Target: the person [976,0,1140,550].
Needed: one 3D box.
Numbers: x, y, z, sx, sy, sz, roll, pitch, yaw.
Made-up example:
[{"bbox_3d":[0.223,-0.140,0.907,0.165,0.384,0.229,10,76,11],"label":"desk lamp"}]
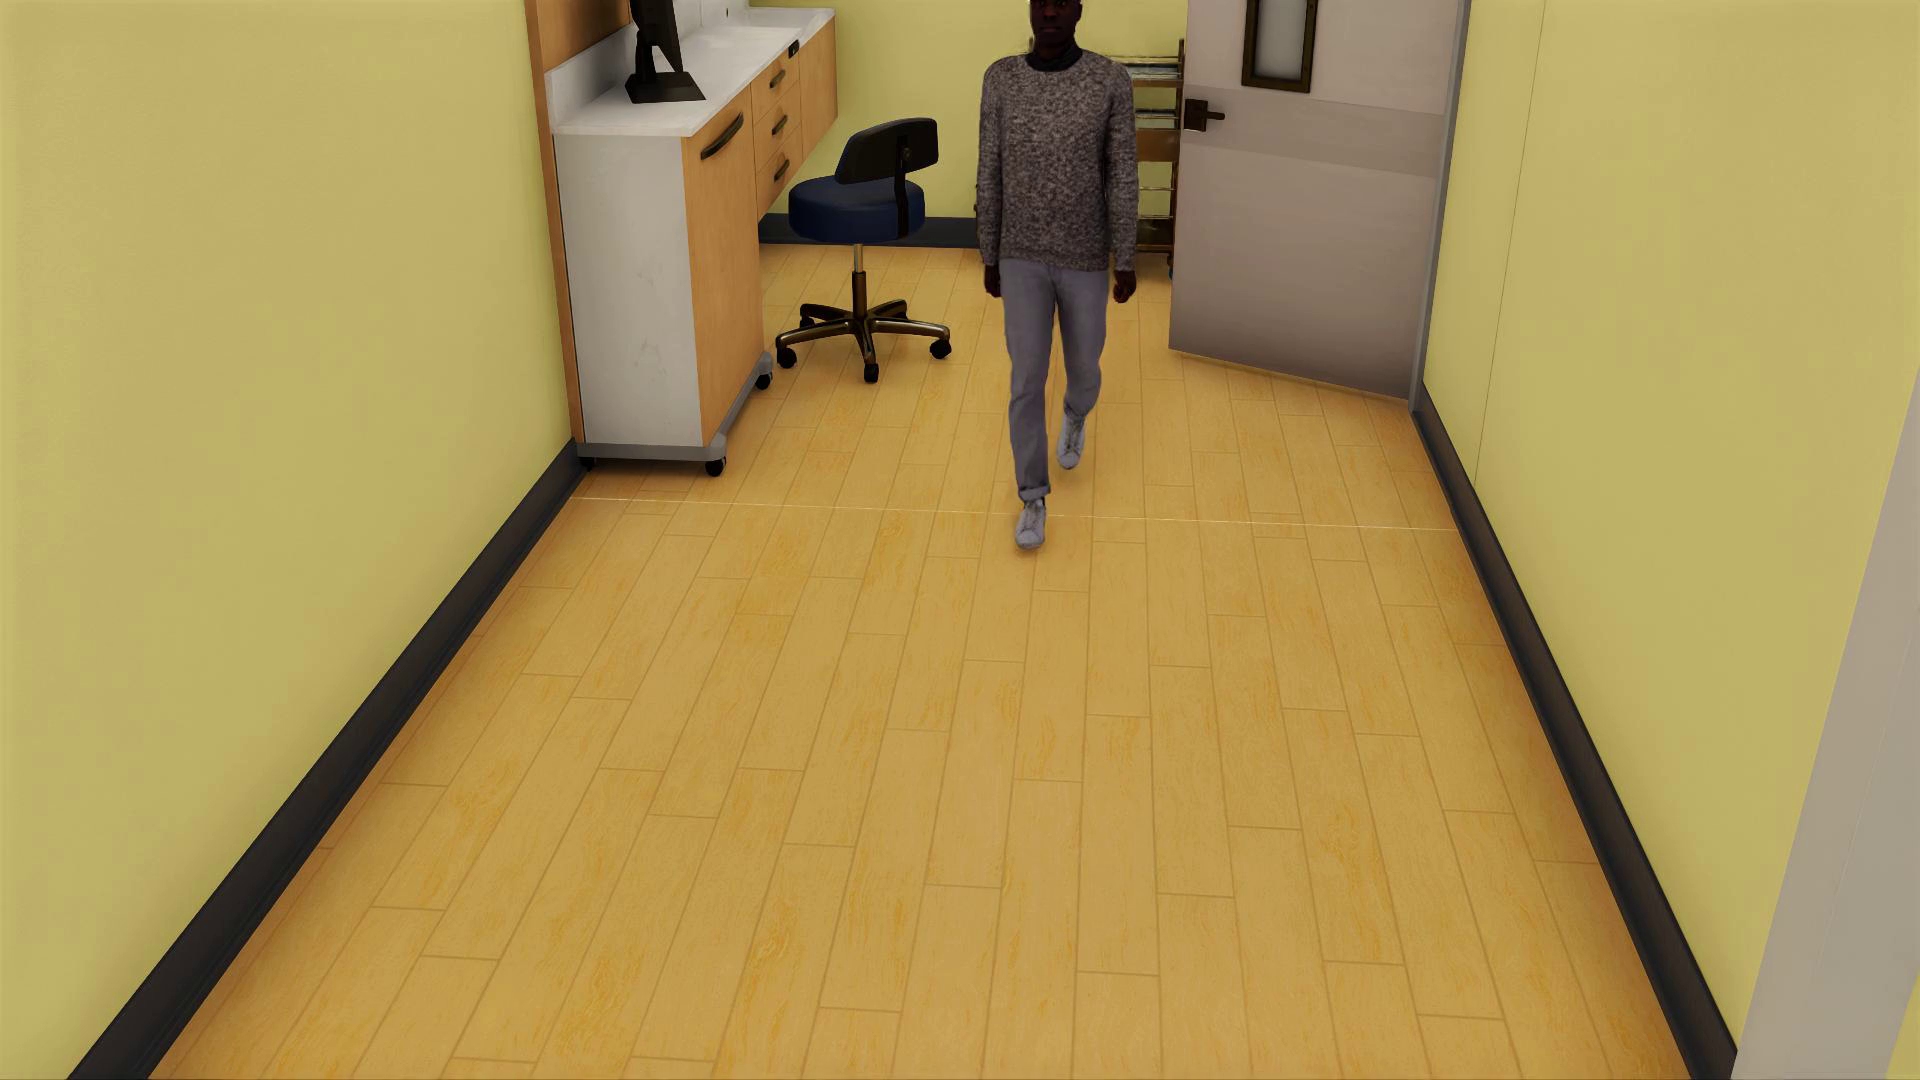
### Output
[{"bbox_3d":[0.334,-0.949,5.506,1.013,1.820,0.770,3,26,6],"label":"person"}]
